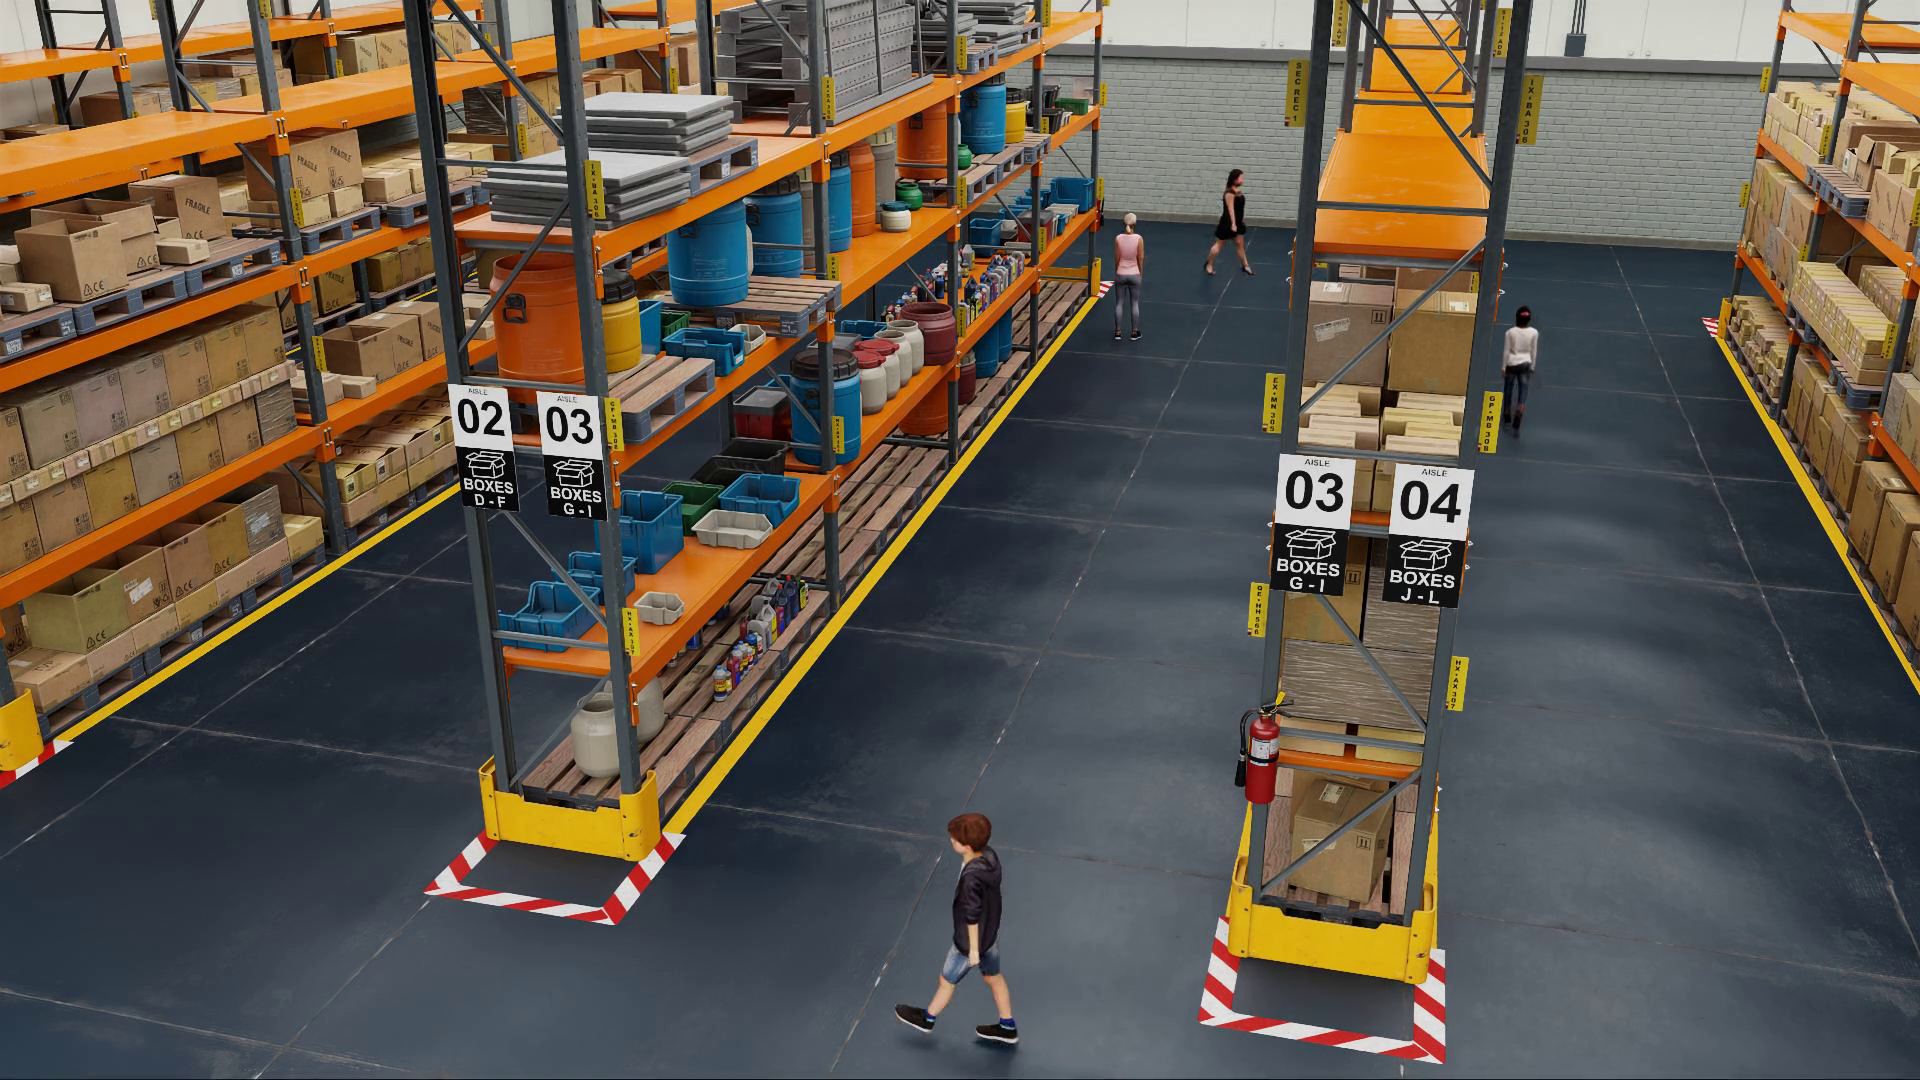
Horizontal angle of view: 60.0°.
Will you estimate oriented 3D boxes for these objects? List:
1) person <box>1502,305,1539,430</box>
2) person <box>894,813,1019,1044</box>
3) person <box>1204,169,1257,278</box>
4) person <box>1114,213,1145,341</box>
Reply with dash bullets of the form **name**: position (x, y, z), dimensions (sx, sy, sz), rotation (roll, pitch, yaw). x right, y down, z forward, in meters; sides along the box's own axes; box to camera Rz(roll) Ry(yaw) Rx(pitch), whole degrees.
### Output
- **person**: position (6.414, -1.975, 19.055), dimensions (0.551, 1.443, 0.916), rotation (5, 23, 11)
- **person**: position (0.146, 2.141, 9.028), dimensions (0.634, 1.416, 0.858), rotation (7, 23, 16)
- **person**: position (4.116, -4.887, 25.883), dimensions (0.778, 1.664, 1.008), rotation (8, 24, 19)
- **person**: position (2.289, -3.585, 22.619), dimensions (0.542, 1.726, 0.513), rotation (5, 23, 13)
